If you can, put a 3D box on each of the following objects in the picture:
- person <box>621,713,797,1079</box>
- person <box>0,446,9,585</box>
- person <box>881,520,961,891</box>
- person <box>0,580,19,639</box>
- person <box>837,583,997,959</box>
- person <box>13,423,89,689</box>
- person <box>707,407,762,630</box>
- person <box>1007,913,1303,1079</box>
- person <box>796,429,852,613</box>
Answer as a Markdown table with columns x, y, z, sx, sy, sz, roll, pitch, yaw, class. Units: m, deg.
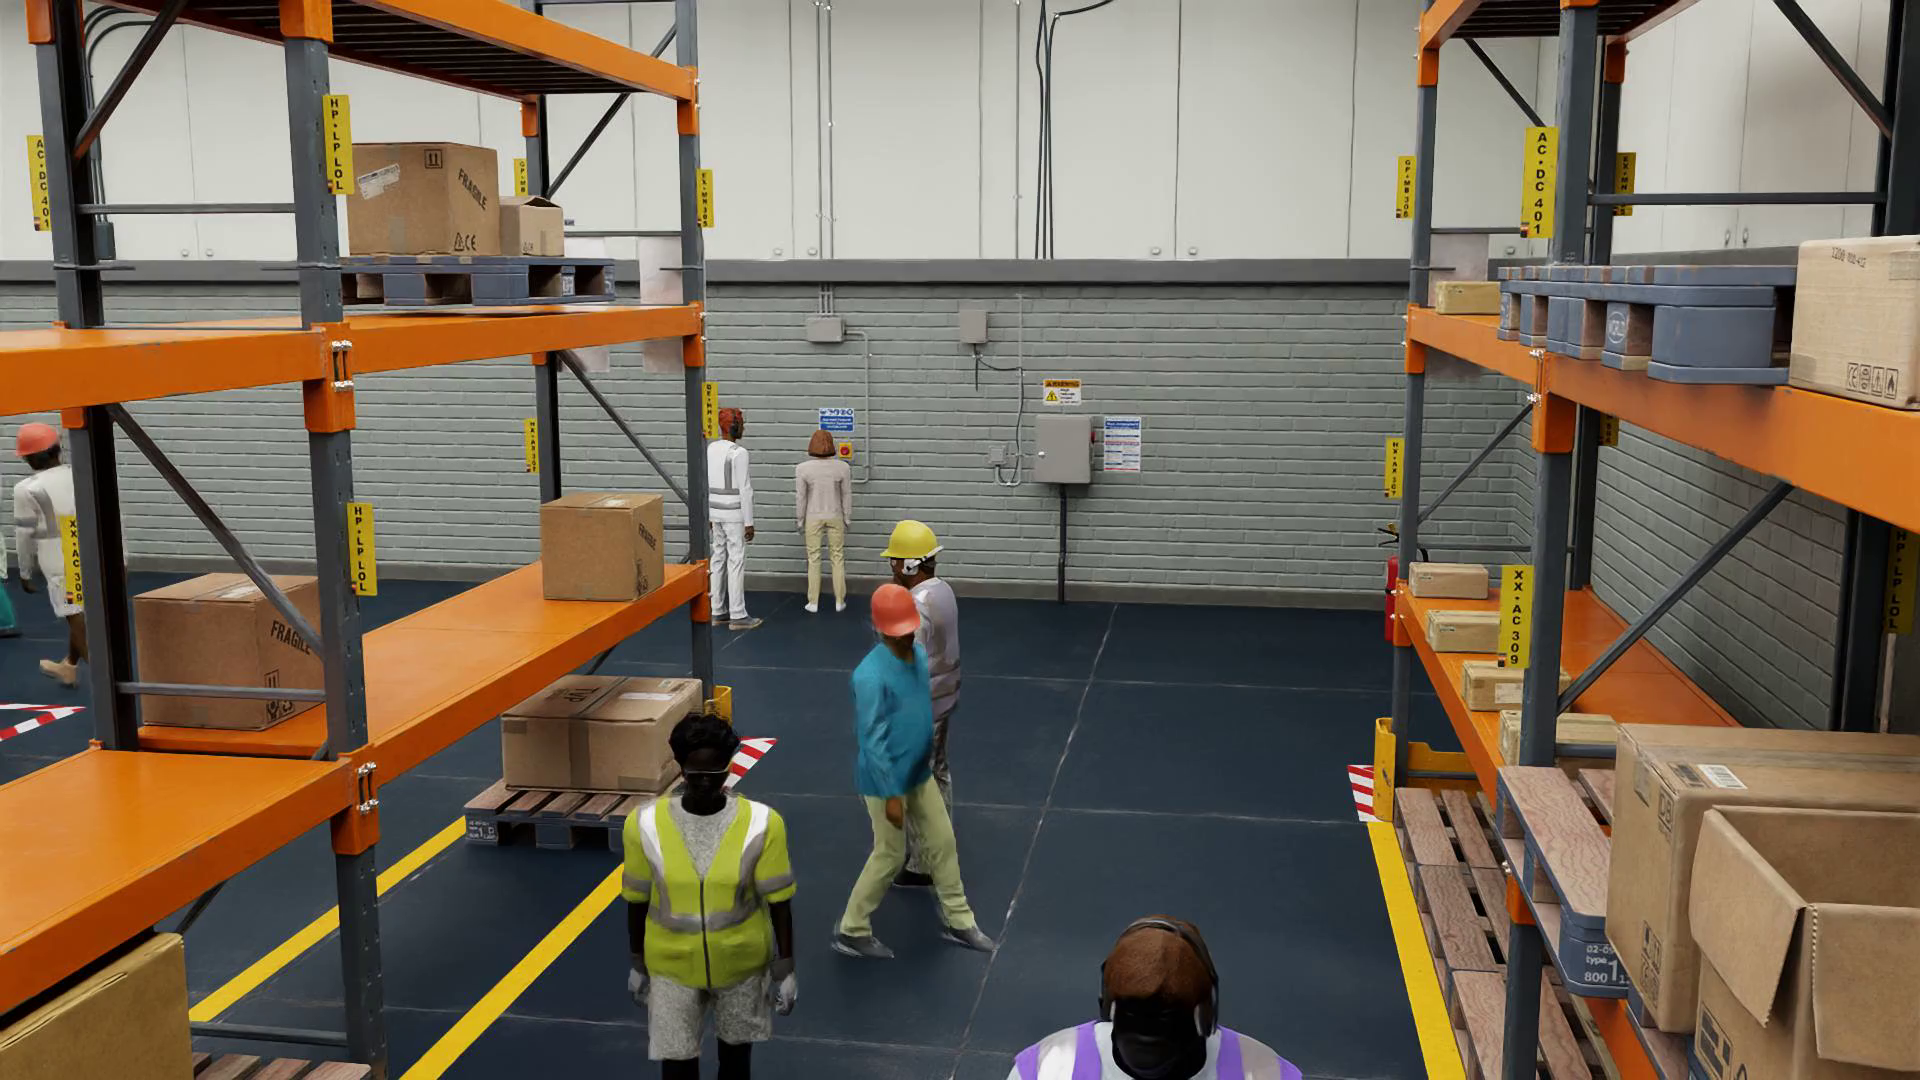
| x | y | z | sx | sy | sz | roll | pitch | yaw | class |
| --- | --- | --- | --- | --- | --- | --- | --- | --- | --- |
| -0.788 | 1.361 | 5.239 | 0.548 | 1.665 | 0.716 | -1 | 9 | -8 | person |
| -9.445 | -0.412 | 15.973 | 0.574 | 1.738 | 0.352 | 4 | 10 | 22 | person |
| -0.205 | 0.808 | 8.201 | 0.404 | 1.824 | 0.586 | 2 | 9 | 13 | person |
| -7.948 | 0.018 | 13.362 | 0.604 | 1.721 | 0.558 | -6 | 11 | -31 | person |
| -0.235 | 1.020 | 7.279 | 0.644 | 1.700 | 0.597 | 4 | 10 | 25 | person |
| -6.315 | 0.161 | 11.682 | 1.016 | 1.979 | 0.646 | 5 | 11 | 30 | person |
| -1.948 | -0.185 | 14.116 | 0.339 | 1.882 | 0.584 | -9 | 13 | -44 | person |
| 0.366 | 1.608 | 3.209 | 0.634 | 1.836 | 0.429 | 0 | 9 | 3 | person |
| -1.210 | -0.168 | 14.778 | 0.500 | 1.636 | 0.281 | -2 | 9 | -11 | person |
